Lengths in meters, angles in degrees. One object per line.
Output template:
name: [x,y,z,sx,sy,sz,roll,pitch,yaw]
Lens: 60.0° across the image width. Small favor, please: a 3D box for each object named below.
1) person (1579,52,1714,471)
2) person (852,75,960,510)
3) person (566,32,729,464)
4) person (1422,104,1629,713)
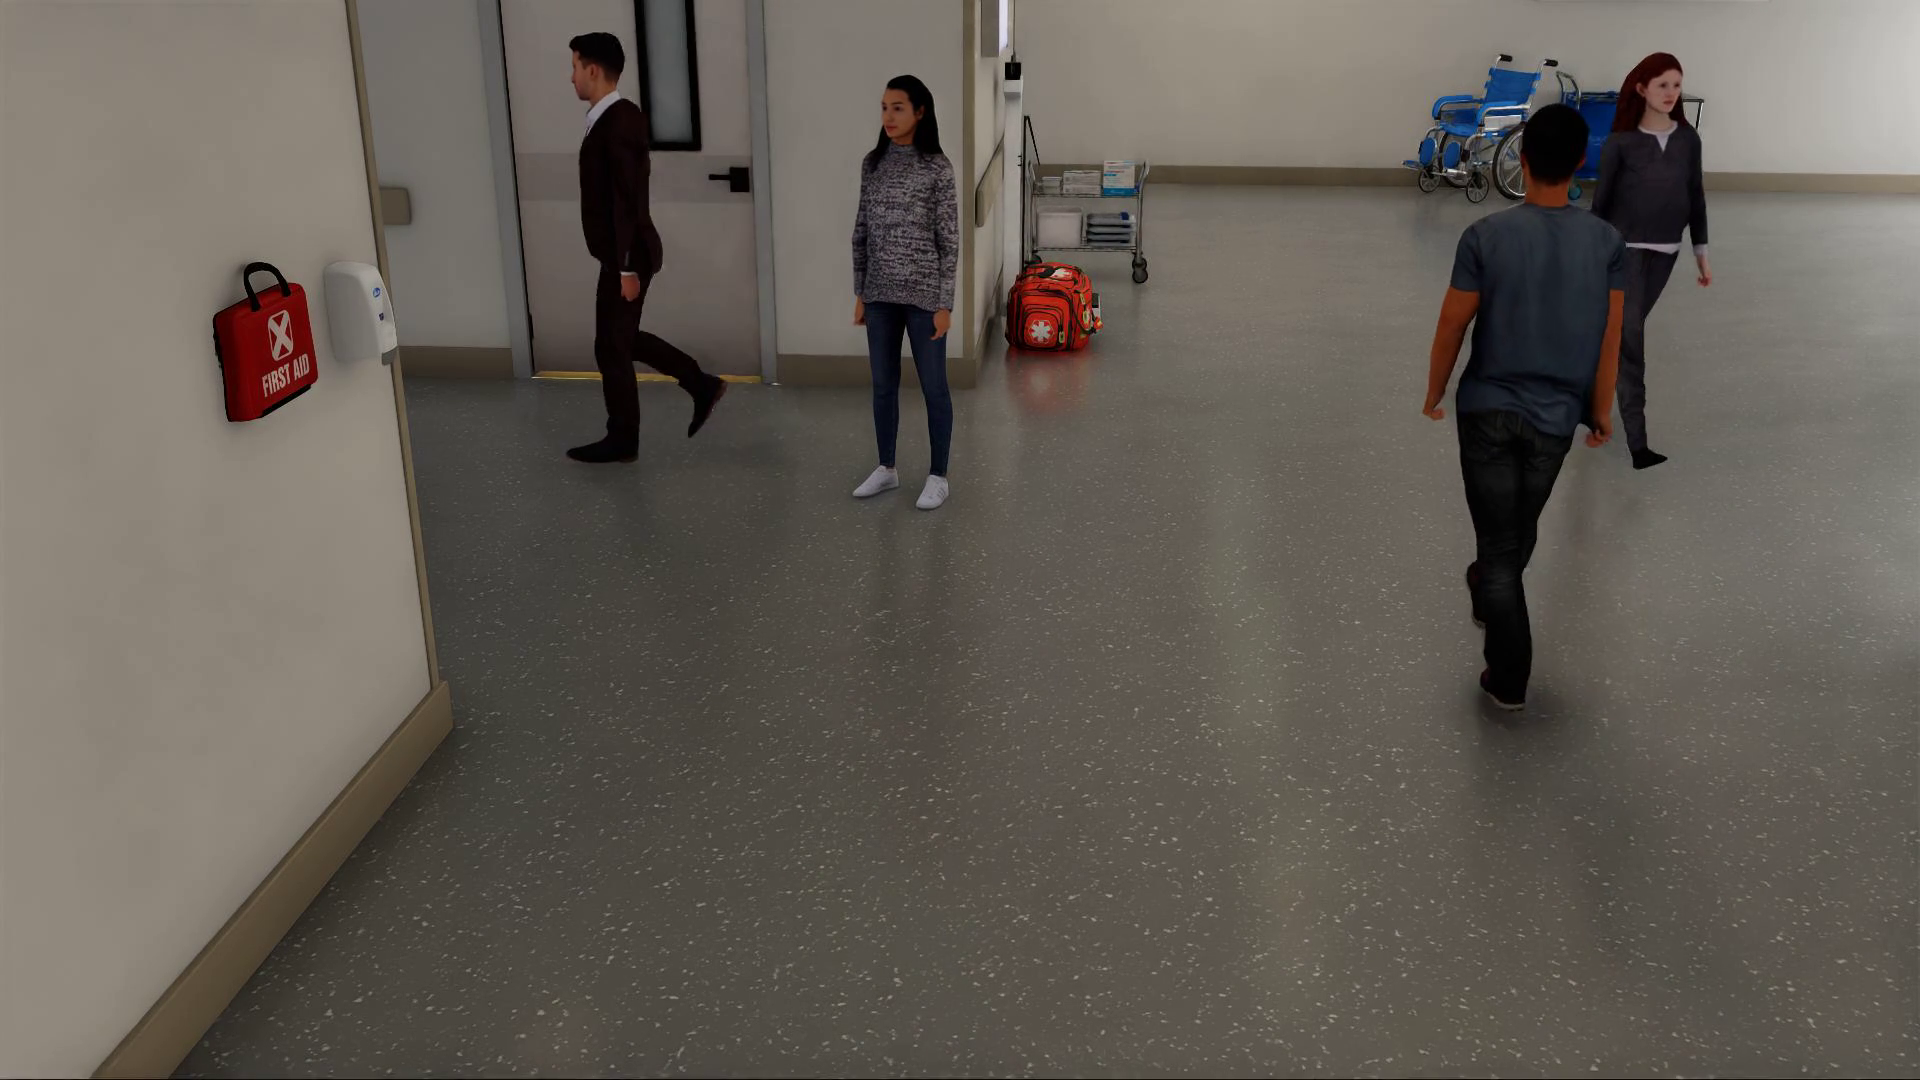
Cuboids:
person: [2.935,-1.206,7.324,0.777,1.720,1.210,-3,21,-7]
person: [-0.212,-1.003,6.771,0.679,1.733,0.652,10,23,26]
person: [-1.375,-1.239,7.237,0.898,1.845,0.983,-4,21,-10]
person: [1.694,-0.342,4.978,0.692,1.768,1.121,1,21,3]
